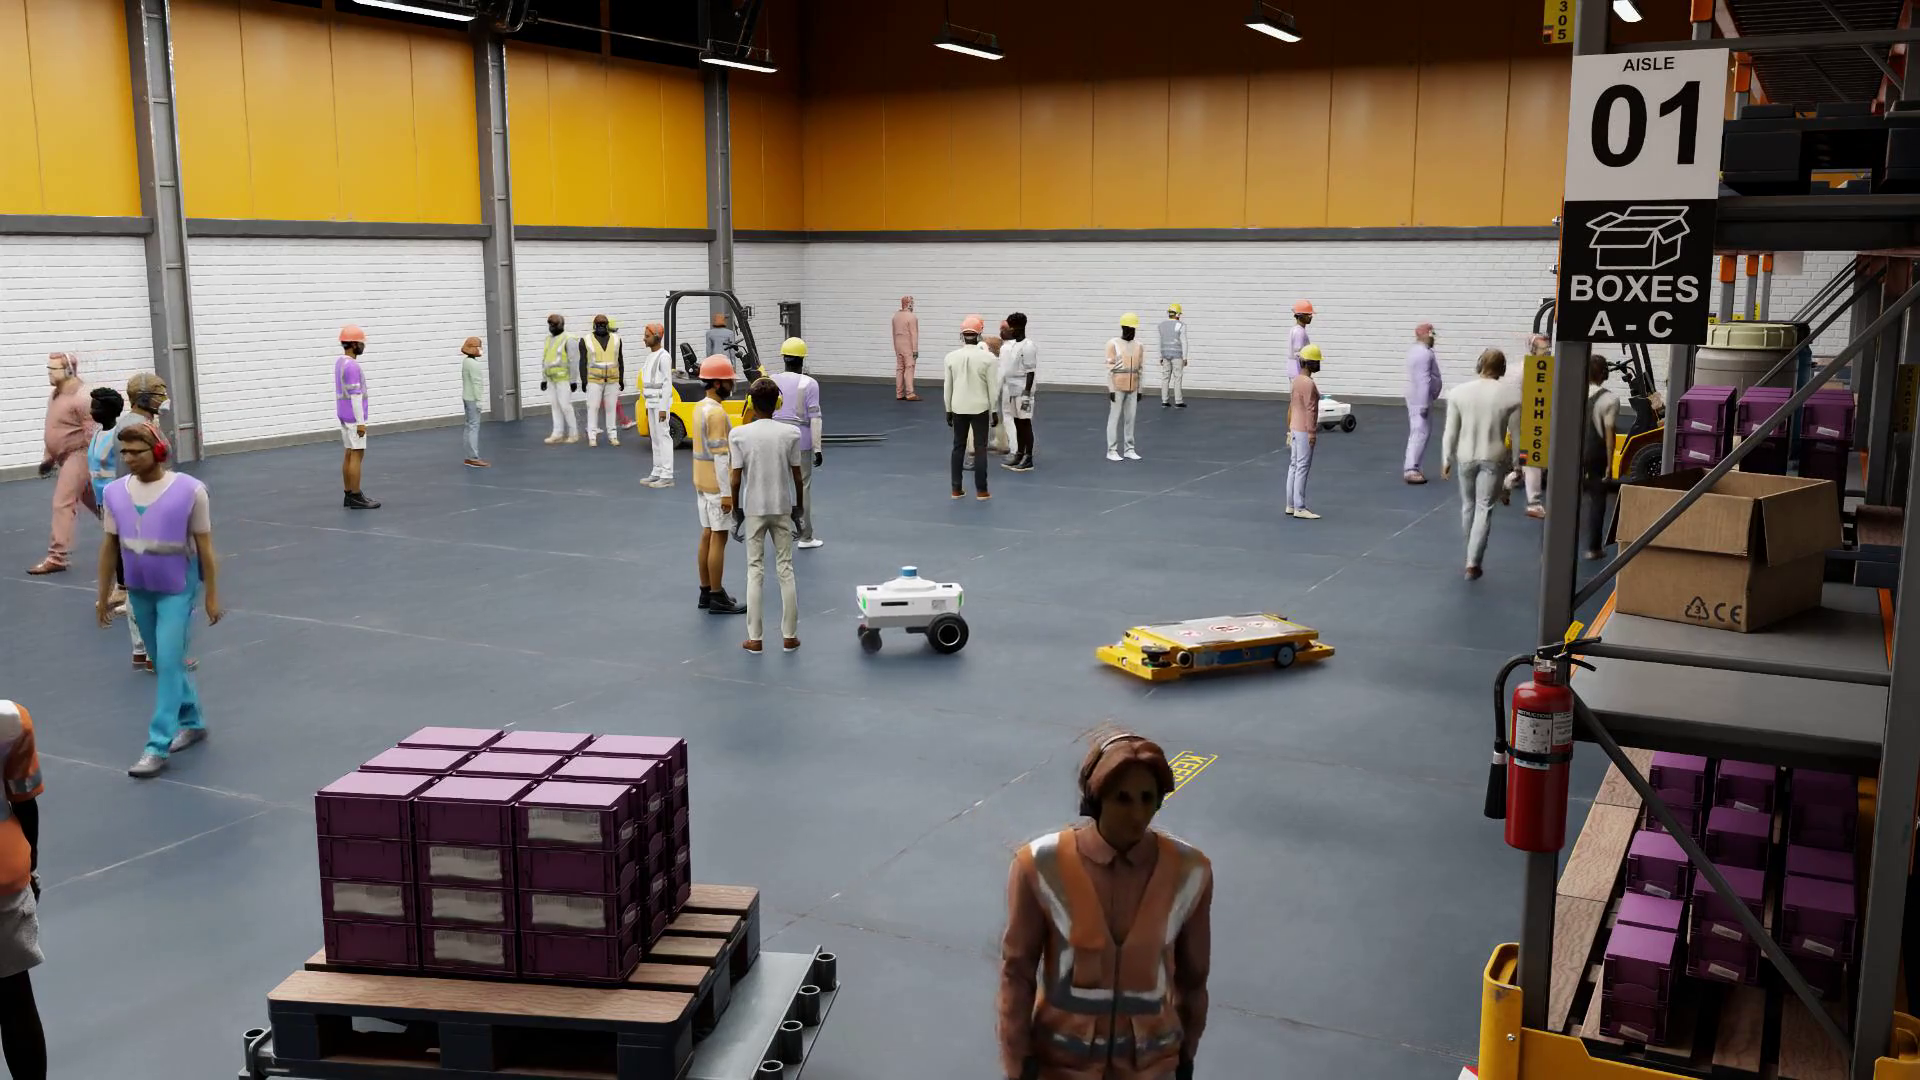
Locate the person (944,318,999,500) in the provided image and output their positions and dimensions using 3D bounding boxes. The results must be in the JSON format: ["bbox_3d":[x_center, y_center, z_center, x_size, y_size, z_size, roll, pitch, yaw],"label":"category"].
[{"bbox_3d":[0.130,-1.426,18.163,0.620,1.987,0.407,4,10,21],"label":"person"}]

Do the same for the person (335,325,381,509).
[{"bbox_3d":[-6.356,-1.293,17.518,0.367,1.933,0.553,-6,12,-33],"label":"person"}]

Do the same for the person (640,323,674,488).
[{"bbox_3d":[-3.487,-1.545,19.133,0.356,1.882,0.574,-6,11,-30],"label":"person"}]

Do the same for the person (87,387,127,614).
[{"bbox_3d":[-6.317,-0.298,12.445,0.529,1.697,0.321,8,13,41],"label":"person"}]

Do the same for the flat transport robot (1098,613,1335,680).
[{"bbox_3d":[1.683,0.682,10.899,1.431,0.197,0.652,-5,11,-26],"label":"flat transport robot"}]

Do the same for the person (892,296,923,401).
[{"bbox_3d":[-0.952,-3.477,30.249,0.400,1.910,0.643,-7,12,-37],"label":"person"}]

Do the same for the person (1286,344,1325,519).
[{"bbox_3d":[3.525,-1.101,16.905,0.326,1.765,0.533,-1,10,-5],"label":"person"}]

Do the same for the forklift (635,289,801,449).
[{"bbox_3d":[-3.358,-2.392,23.136,2.313,2.155,1.214,-1,10,-5],"label":"forklift"}]

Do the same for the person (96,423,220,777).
[{"bbox_3d":[-4.240,0.289,8.723,0.589,1.805,0.803,2,10,10],"label":"person"}]

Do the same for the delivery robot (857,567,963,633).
[{"bbox_3d":[-0.345,0.424,11.299,0.707,0.478,0.477,-2,10,-9],"label":"delivery robot"}]

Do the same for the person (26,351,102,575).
[{"bbox_3d":[-7.511,-0.685,14.213,0.981,1.869,0.632,-10,14,-44],"label":"person"}]

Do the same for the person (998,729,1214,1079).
[{"bbox_3d":[0.338,1.220,3.927,0.517,1.602,0.812,-1,10,-4],"label":"person"}]

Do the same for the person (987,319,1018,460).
[{"bbox_3d":[0.529,-1.961,21.713,0.762,1.836,0.610,5,11,27],"label":"person"}]

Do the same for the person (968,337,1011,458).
[{"bbox_3d":[0.460,-1.862,21.799,0.792,1.586,0.477,-5,11,-26],"label":"person"}]

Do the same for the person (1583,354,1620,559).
[{"bbox_3d":[5.409,-0.699,14.414,0.793,1.826,0.510,-10,14,-44],"label":"person"}]

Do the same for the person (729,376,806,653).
[{"bbox_3d":[-1.295,-0.167,11.192,0.513,1.872,0.328,-2,10,-13],"label":"person"}]

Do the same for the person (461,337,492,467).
[{"bbox_3d":[-6.135,-1.743,21.000,0.286,1.631,0.502,-6,11,-30],"label":"person"}]

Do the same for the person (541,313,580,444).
[{"bbox_3d":[-5.663,-2.278,23.518,0.643,1.843,0.428,8,13,40],"label":"person"}]

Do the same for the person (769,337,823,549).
[{"bbox_3d":[-1.516,-0.878,15.143,0.594,1.924,0.382,4,11,22],"label":"person"}]

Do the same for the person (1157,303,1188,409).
[{"bbox_3d":[3.702,-3.185,28.799,0.586,1.825,0.403,8,13,38],"label":"person"}]

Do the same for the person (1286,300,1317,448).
[{"bbox_3d":[4.706,-2.286,22.961,0.378,2.044,0.607,1,10,4],"label":"person"}]

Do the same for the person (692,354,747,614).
[{"bbox_3d":[-1.802,-0.414,12.424,0.357,1.937,0.551,-4,11,-24],"label":"person"}]

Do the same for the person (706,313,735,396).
[{"bbox_3d":[-4.177,-3.132,29.032,0.497,1.636,0.284,-1,10,-4],"label":"person"}]

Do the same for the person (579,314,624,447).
[{"bbox_3d":[-4.971,-2.217,23.148,0.630,1.840,0.429,-5,11,-27],"label":"person"}]

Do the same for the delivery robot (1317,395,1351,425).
[{"bbox_3d":[5.511,-1.931,24.938,0.707,0.478,0.477,-6,12,-32],"label":"delivery robot"}]

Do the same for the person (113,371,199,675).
[{"bbox_3d":[-5.195,-0.109,10.663,0.351,1.936,0.635,-8,13,-39],"label":"person"}]

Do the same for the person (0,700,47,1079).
[{"bbox_3d":[-2.916,1.021,4.814,0.318,1.697,0.535,7,12,37],"label":"person"}]

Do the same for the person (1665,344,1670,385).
[{"bbox_3d":[10.699,-2.460,24.667,0.852,1.803,0.607,-3,10,-18],"label":"person"}]

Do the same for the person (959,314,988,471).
[{"bbox_3d":[0.172,-1.825,20.592,0.368,1.935,0.552,2,10,11],"label":"person"}]

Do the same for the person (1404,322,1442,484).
[{"bbox_3d":[5.443,-1.603,19.521,0.406,1.879,0.752,1,10,6],"label":"person"}]

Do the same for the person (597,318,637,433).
[{"bbox_3d":[-5.226,-2.462,24.902,0.933,1.714,0.541,-8,13,-40],"label":"person"}]

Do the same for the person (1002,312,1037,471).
[{"bbox_3d":[0.742,-1.834,20.586,0.379,1.958,0.600,-3,10,-15],"label":"person"}]

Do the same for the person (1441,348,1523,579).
[{"bbox_3d":[4.429,-0.657,13.983,0.643,1.884,1.007,6,11,31],"label":"person"}]

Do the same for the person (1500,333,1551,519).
[{"bbox_3d":[5.832,-1.179,17.011,0.653,1.884,0.712,-8,12,-38],"label":"person"}]

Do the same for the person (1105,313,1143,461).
[{"bbox_3d":[2.145,-1.982,21.559,0.590,1.921,0.389,-6,11,-30],"label":"person"}]

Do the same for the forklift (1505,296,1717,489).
[{"bbox_3d":[7.296,-1.677,18.993,2.313,2.155,1.214,5,11,27],"label":"forklift"}]
